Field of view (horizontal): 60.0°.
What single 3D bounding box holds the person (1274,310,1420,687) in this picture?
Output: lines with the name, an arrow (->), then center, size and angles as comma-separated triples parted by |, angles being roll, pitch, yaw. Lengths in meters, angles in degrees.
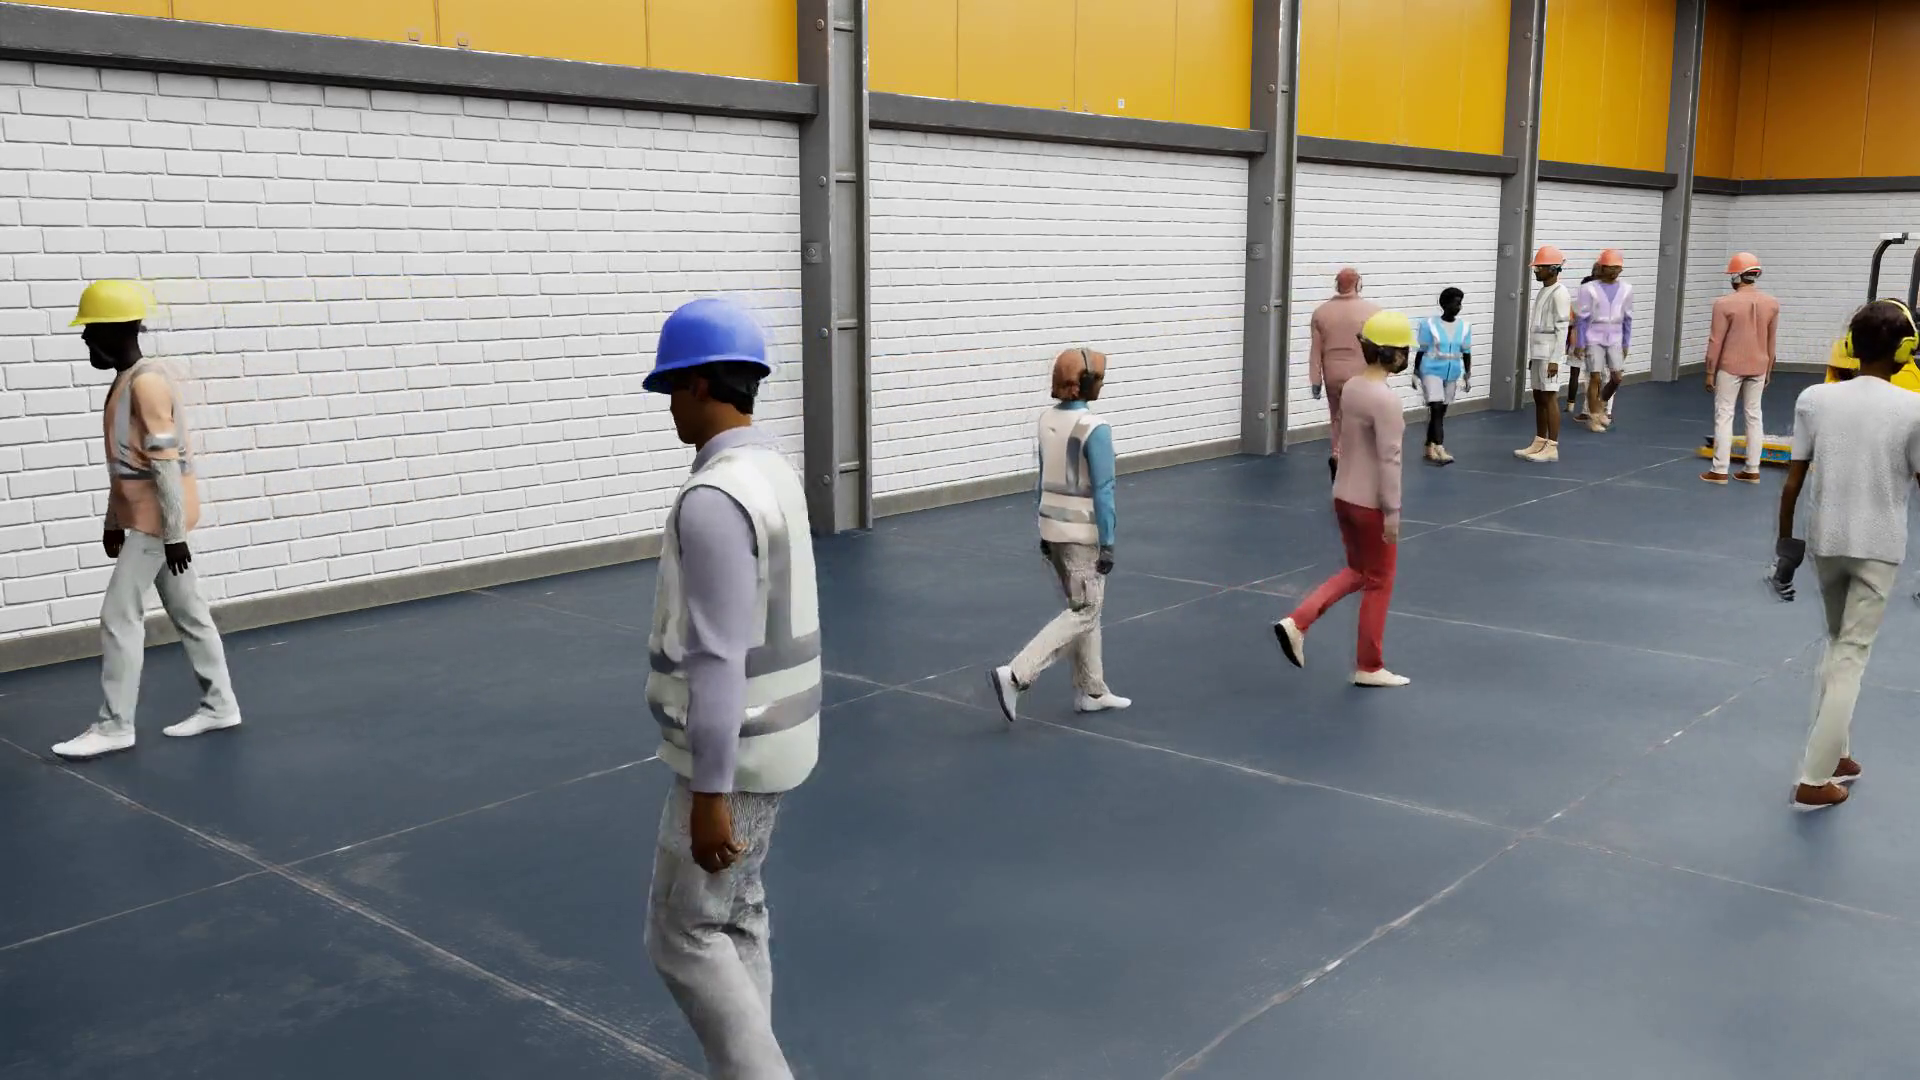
person -> 1.800, -0.174, 7.596 | 0.535, 1.749, 0.545 | -2, 10, -12

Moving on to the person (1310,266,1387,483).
person -> 3.327, -1.416, 14.345 | 0.643, 1.876, 0.851 | 7, 12, 35

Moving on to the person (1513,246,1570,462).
person -> 5.559, -1.765, 15.848 | 0.372, 2.042, 0.615 | 0, 10, -1

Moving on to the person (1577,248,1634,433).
person -> 7.070, -2.183, 18.278 | 0.625, 2.031, 0.507 | 0, 10, 1

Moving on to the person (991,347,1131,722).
person -> 0.447, -0.012, 7.071 | 0.689, 1.614, 0.526 | -5, 11, -26

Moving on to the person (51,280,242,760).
person -> -3.363, -0.083, 6.691 | 0.843, 1.890, 0.614 | -6, 12, -30

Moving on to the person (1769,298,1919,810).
person -> 3.319, 0.052, 6.051 | 0.724, 1.842, 0.537 | -7, 12, -35

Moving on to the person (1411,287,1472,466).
person -> 4.554, -1.524, 15.552 | 0.539, 1.650, 0.843 | -3, 10, -15

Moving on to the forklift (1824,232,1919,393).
forklift -> 9.955, -1.972, 16.595 | 2.313, 2.155, 1.214 | 1, 10, 8

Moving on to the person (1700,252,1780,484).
person -> 6.719, -1.472, 14.346 | 0.622, 1.987, 0.401 | -1, 10, -7

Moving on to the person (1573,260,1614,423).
person -> 7.424, -2.302, 19.359 | 0.573, 1.883, 0.354 | -3, 10, -15

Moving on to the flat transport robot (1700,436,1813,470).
flat transport robot -> 7.757, -0.828, 15.554 | 0.652, 0.197, 1.431 | -5, 11, -27

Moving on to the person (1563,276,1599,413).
person -> 7.728, -2.407, 20.514 | 0.538, 1.690, 0.320 | 2, 10, 13

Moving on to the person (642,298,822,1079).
person -> -0.509, 0.456, 3.597 | 0.429, 1.909, 0.643 | 0, 10, 1
